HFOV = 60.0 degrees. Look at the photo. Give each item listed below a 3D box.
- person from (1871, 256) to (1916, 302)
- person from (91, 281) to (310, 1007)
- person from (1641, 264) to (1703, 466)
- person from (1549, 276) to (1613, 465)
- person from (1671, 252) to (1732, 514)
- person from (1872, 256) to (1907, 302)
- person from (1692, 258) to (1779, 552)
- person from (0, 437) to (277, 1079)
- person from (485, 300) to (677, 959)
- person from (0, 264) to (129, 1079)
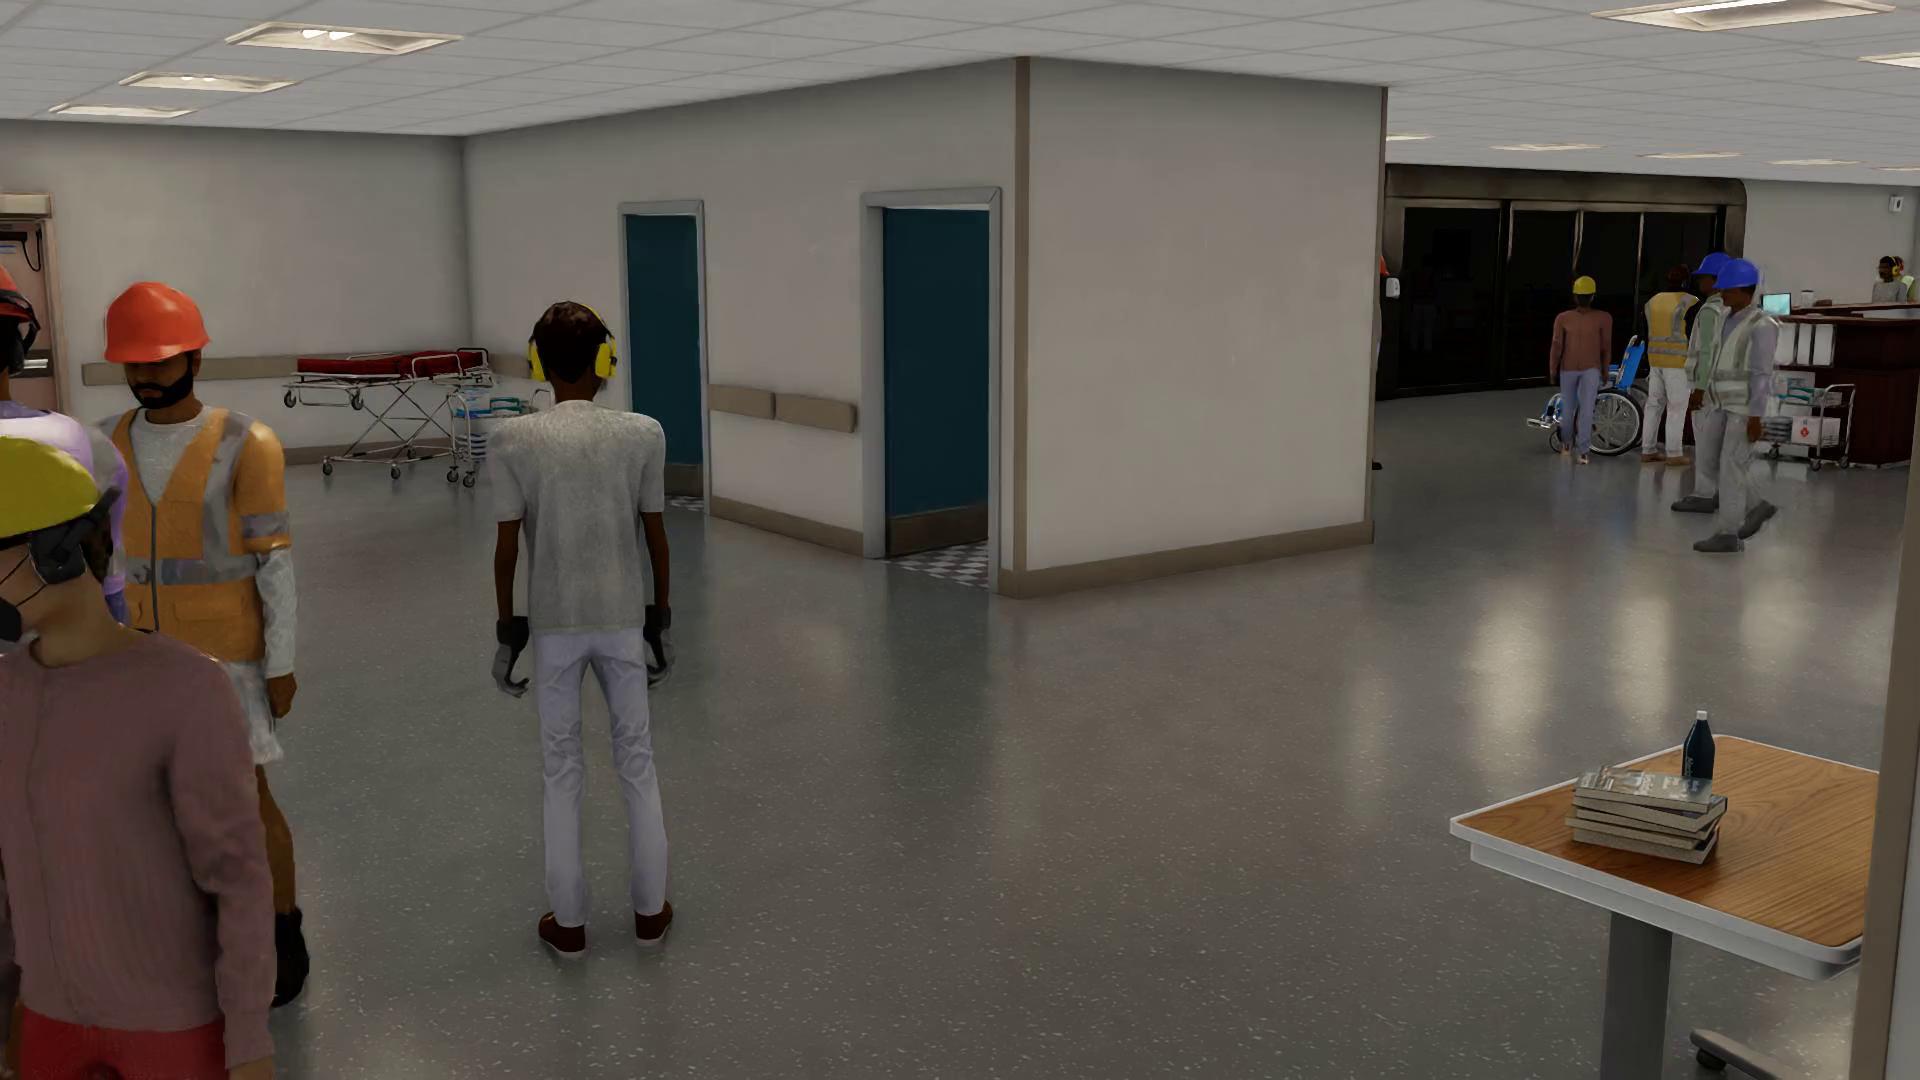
[{"bbox_3d":[14.073,-3.367,25.133,0.461,1.827,0.575,-8,13,-37],"label":"person"},{"bbox_3d":[-2.047,0.286,4.409,0.555,1.927,0.379,1,10,6],"label":"person"},{"bbox_3d":[6.520,-1.592,15.208,0.431,1.836,0.618,-4,11,-21],"label":"person"},{"bbox_3d":[5.794,-1.603,15.550,0.531,1.731,0.863,5,11,25],"label":"person"},{"bbox_3d":[5.651,-1.175,12.515,0.375,1.950,0.614,8,13,38],"label":"person"},{"bbox_3d":[11.398,-2.564,20.541,0.314,1.866,0.535,-3,11,-19],"label":"person"},{"bbox_3d":[5.101,-0.867,10.865,0.543,1.925,0.644,-1,10,-6],"label":"person"},{"bbox_3d":[-1.275,0.708,2.578,0.605,1.735,0.432,3,11,17],"label":"person"},{"bbox_3d":[-1.070,0.260,4.726,0.520,1.865,0.335,-3,11,-17],"label":"person"},{"bbox_3d":[-1.987,0.411,3.440,0.408,2.029,0.609,3,11,15],"label":"person"}]
